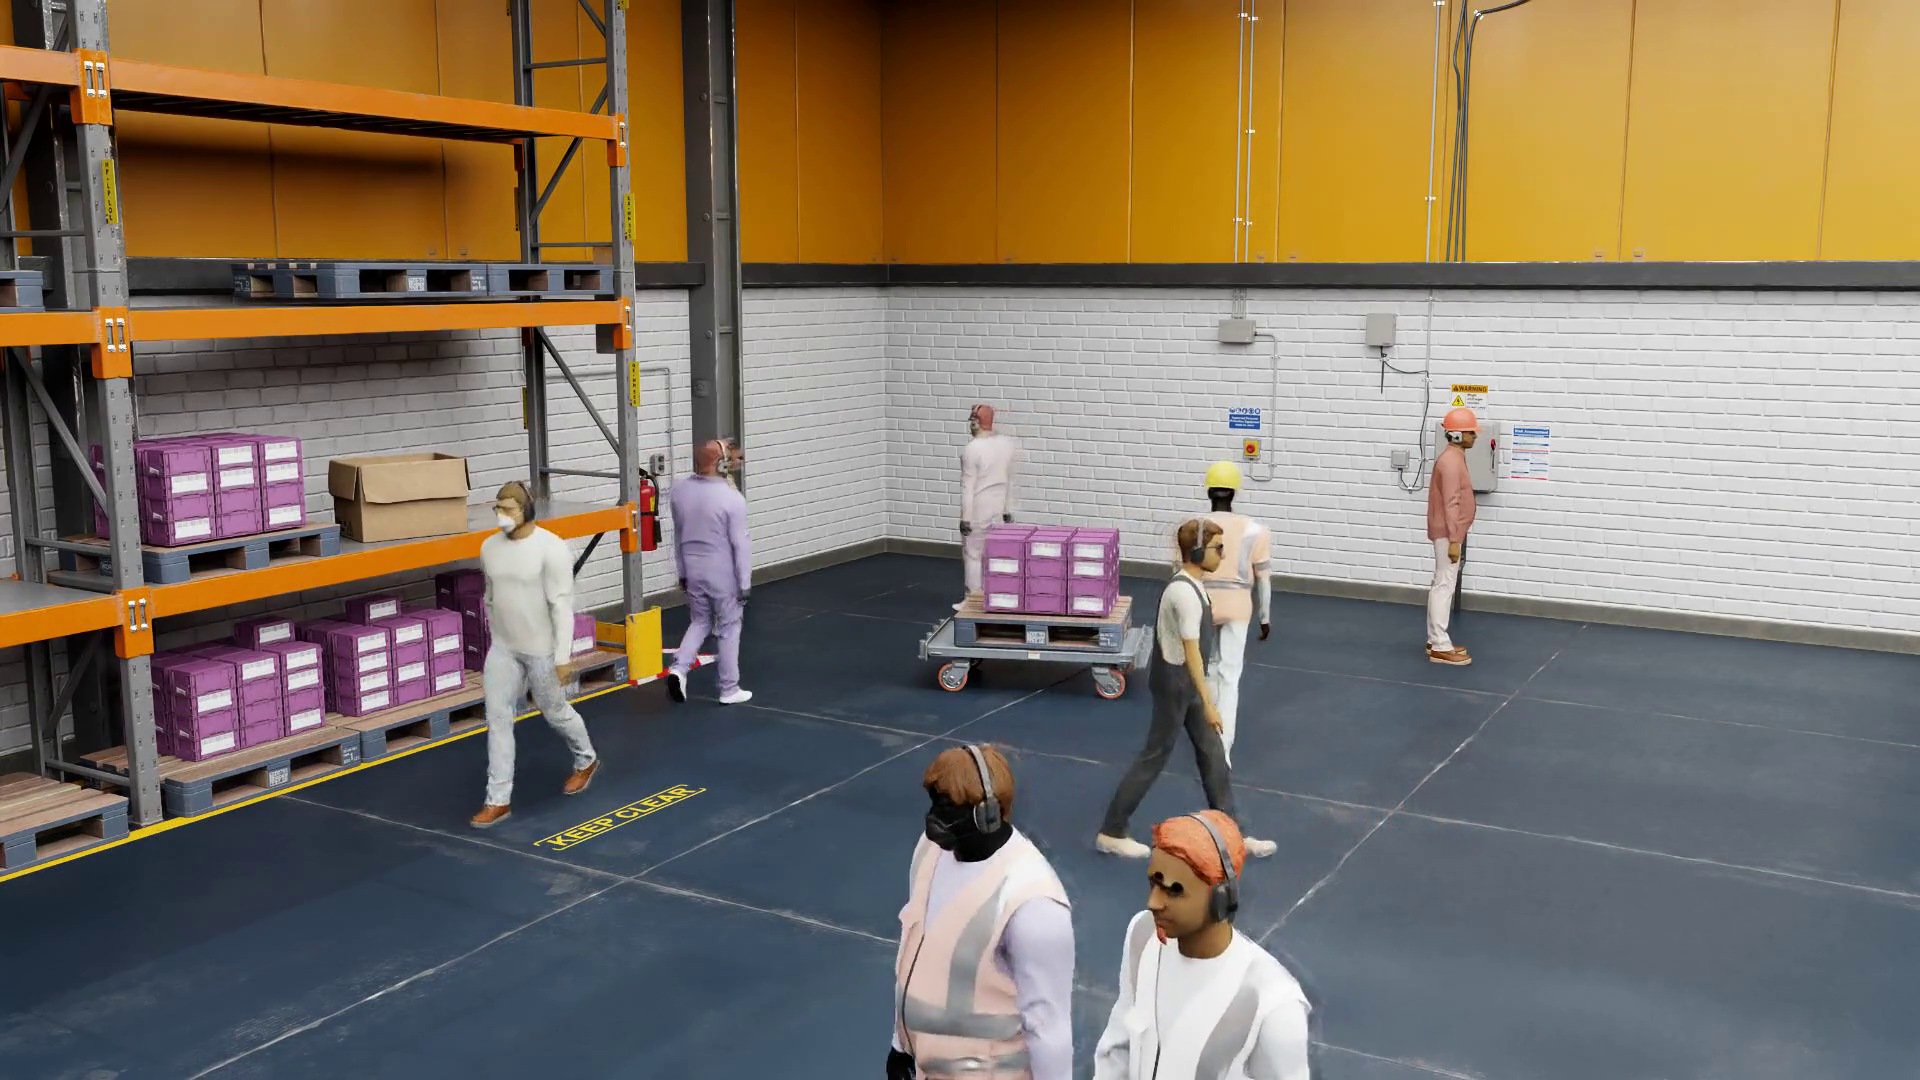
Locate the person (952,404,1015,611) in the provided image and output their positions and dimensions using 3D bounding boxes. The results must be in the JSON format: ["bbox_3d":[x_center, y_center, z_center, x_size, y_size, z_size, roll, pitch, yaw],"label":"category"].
[{"bbox_3d":[0.247,-0.260,14.707,0.681,1.888,0.659,8,12,42],"label":"person"}]

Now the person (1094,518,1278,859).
[{"bbox_3d":[1.138,0.780,8.544,0.933,1.801,0.516,3,9,15],"label":"person"}]

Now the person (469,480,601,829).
[{"bbox_3d":[-2.402,0.593,9.373,0.639,1.901,0.976,4,10,25],"label":"person"}]

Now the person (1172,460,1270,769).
[{"bbox_3d":[1.617,0.446,10.360,0.596,1.883,0.994,2,9,15],"label":"person"}]

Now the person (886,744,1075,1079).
[{"bbox_3d":[0.089,1.415,4.551,0.955,1.806,0.616,-4,10,-24],"label":"person"}]

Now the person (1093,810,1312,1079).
[{"bbox_3d":[0.466,1.515,3.801,0.967,1.834,0.584,-4,10,-25],"label":"person"}]

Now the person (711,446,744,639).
[{"bbox_3d":[-1.985,0.002,13.952,0.326,1.612,0.617,-3,10,-20],"label":"person"}]

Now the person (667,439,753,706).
[{"bbox_3d":[-1.722,0.244,11.542,0.666,1.892,0.597,5,11,30],"label":"person"}]

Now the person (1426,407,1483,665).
[{"bbox_3d":[3.848,-0.039,13.002,0.384,1.996,0.610,2,9,14],"label":"person"}]
